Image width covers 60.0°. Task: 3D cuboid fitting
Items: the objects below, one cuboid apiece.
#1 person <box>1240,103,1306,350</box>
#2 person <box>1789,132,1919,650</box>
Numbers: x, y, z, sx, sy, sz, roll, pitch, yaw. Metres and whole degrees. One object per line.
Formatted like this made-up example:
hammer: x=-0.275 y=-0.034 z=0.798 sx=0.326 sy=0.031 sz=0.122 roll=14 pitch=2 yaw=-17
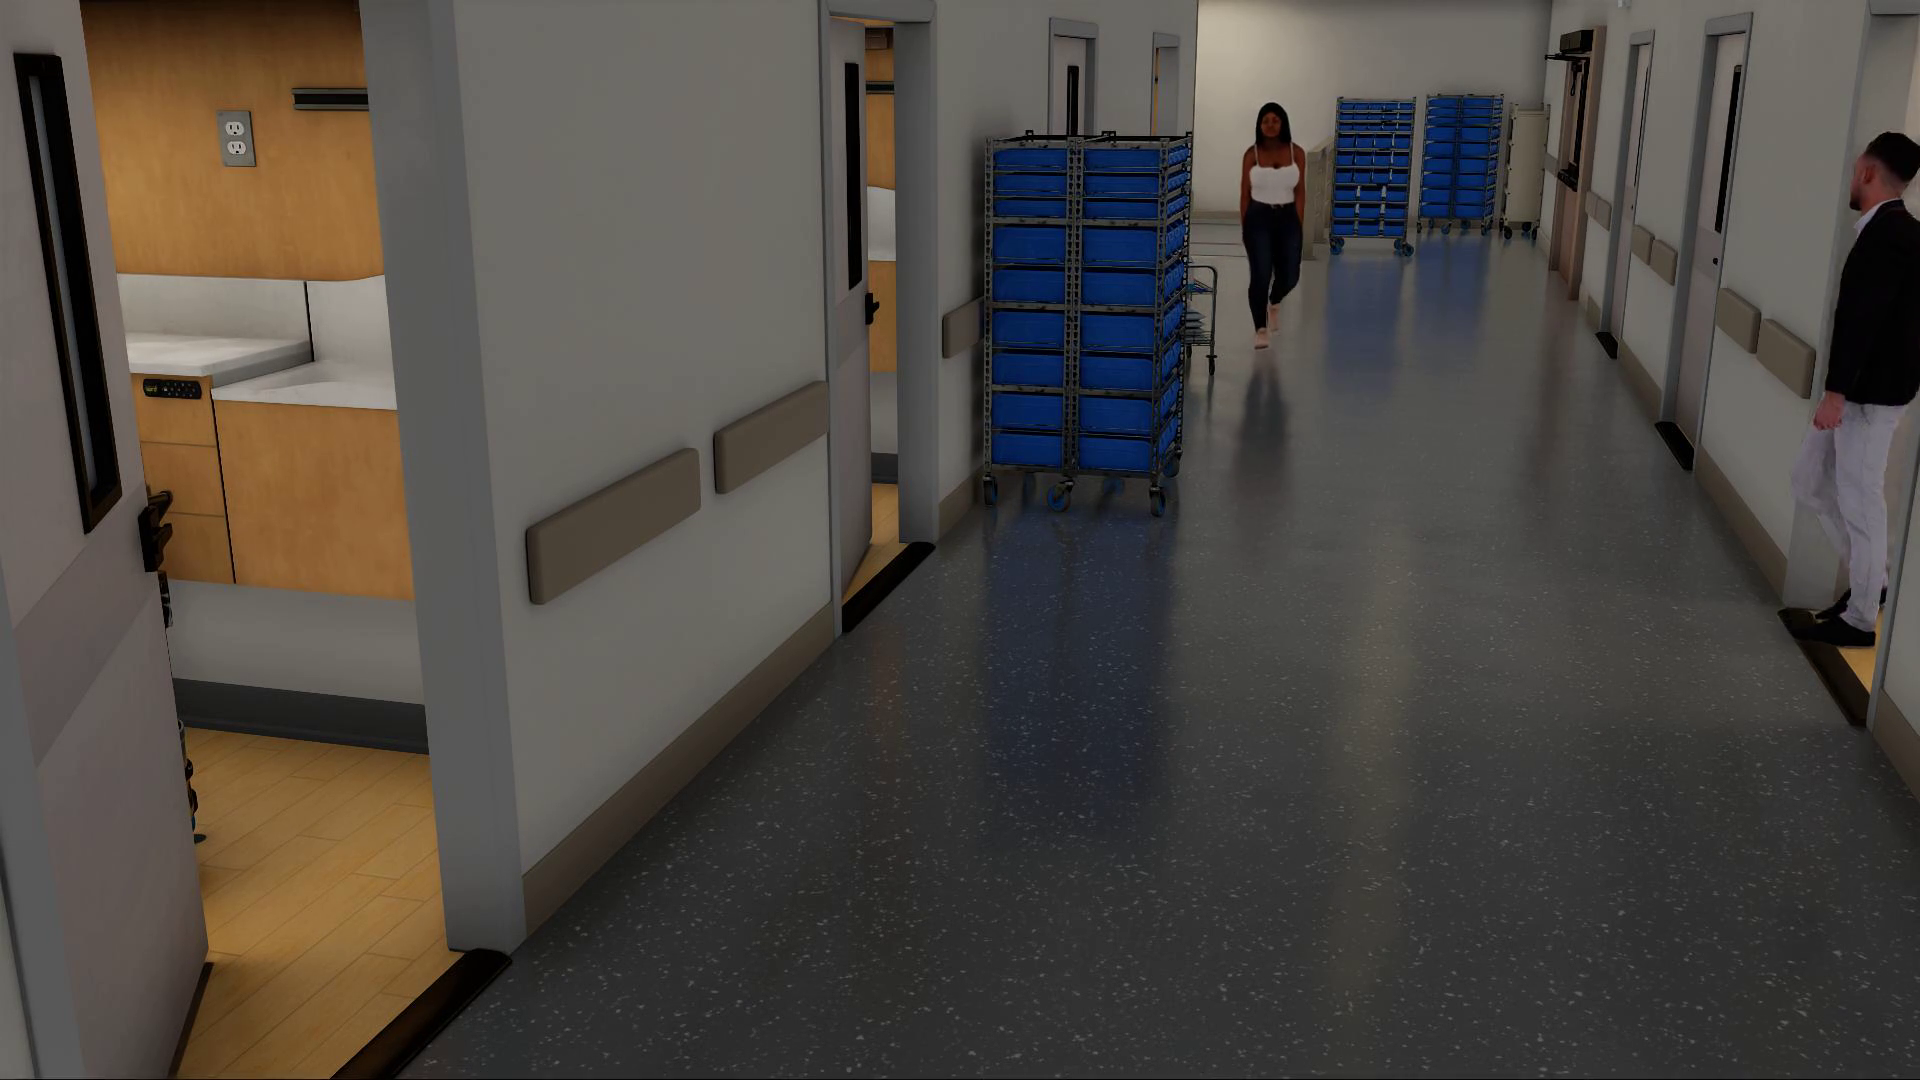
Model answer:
person: x=2.326 y=-2.333 z=12.444 sx=0.748 sy=1.789 sz=0.999 roll=1 pitch=16 yaw=4
person: x=3.319 y=-0.501 z=5.882 sx=0.834 sy=1.823 sz=0.657 roll=7 pitch=17 yaw=23
